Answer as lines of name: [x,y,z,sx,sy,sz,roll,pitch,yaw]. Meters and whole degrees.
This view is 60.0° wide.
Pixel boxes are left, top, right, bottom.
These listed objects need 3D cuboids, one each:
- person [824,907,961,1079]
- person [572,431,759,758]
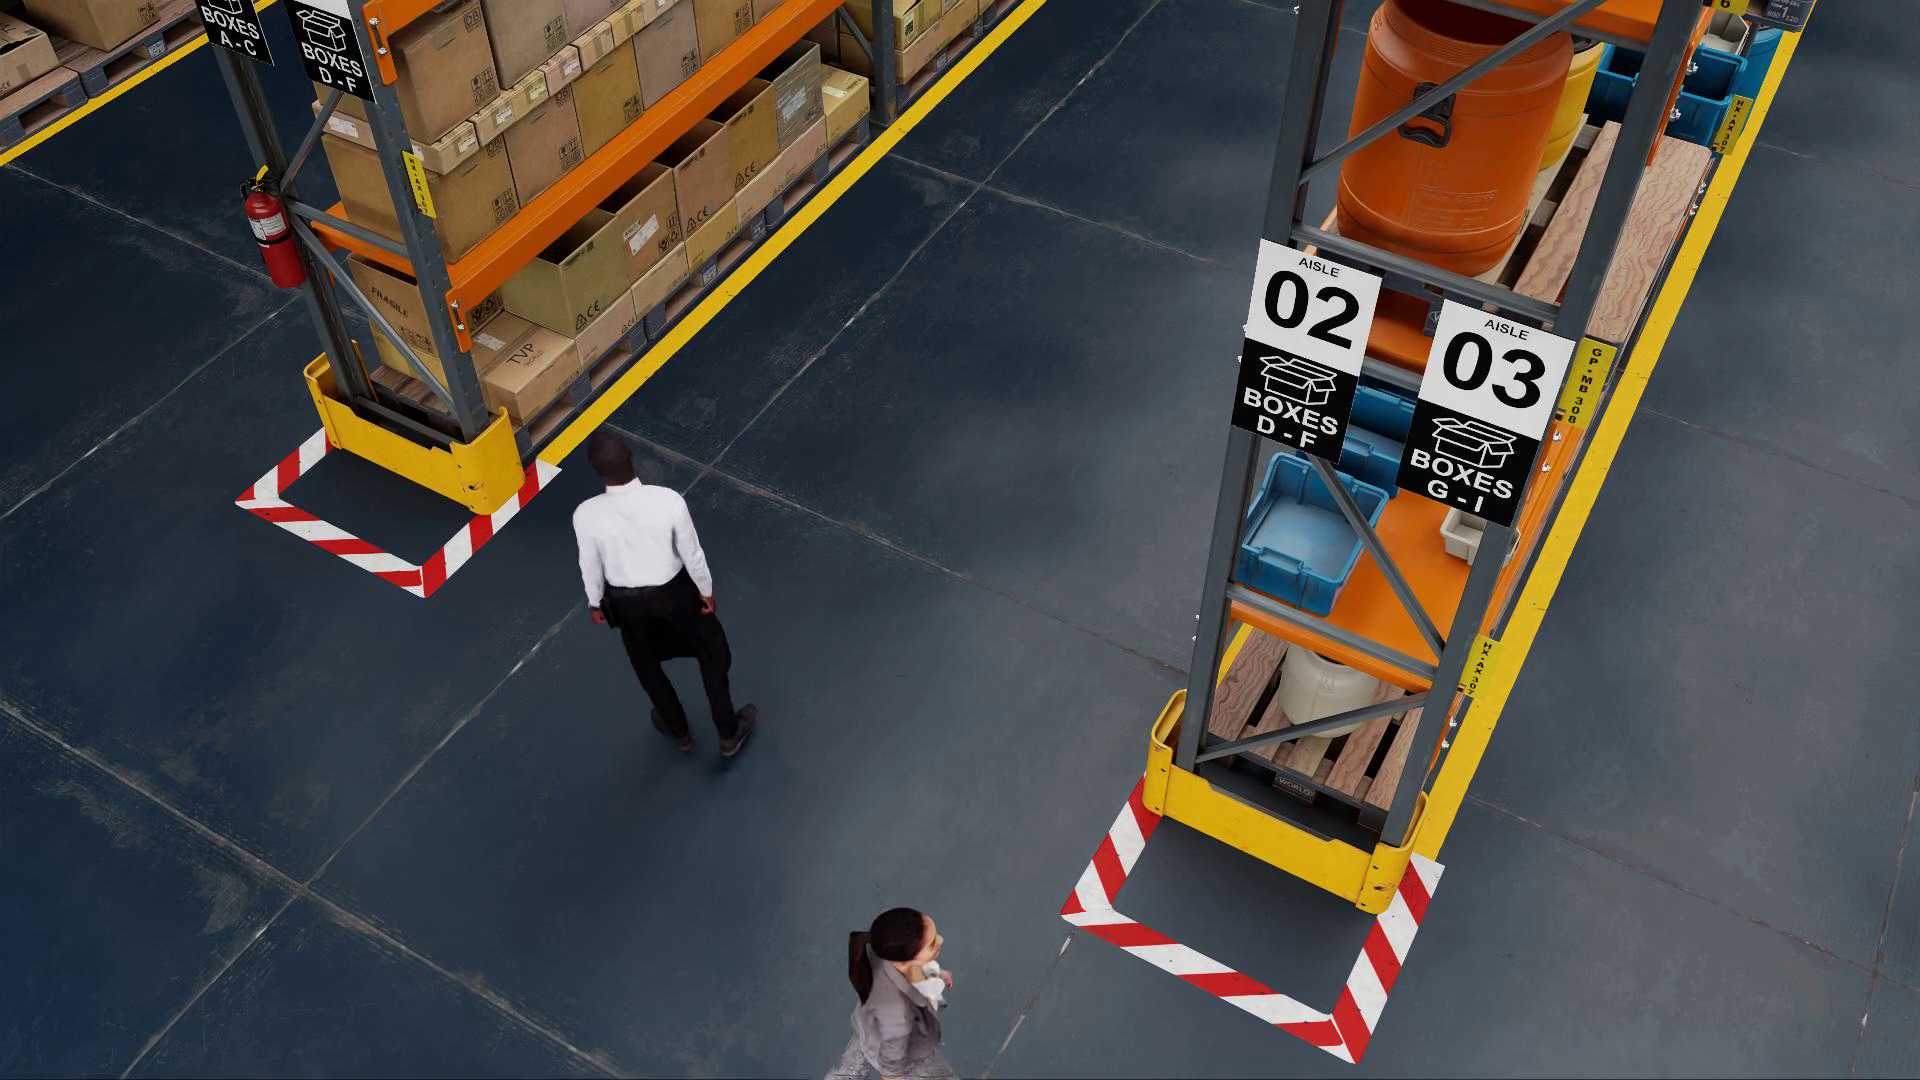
person: [-0.318,1.771,5.895,1.134,1.619,1.119,-8,48,-7]
person: [-1.303,0.290,7.142,0.931,1.797,0.977,-1,47,-1]
